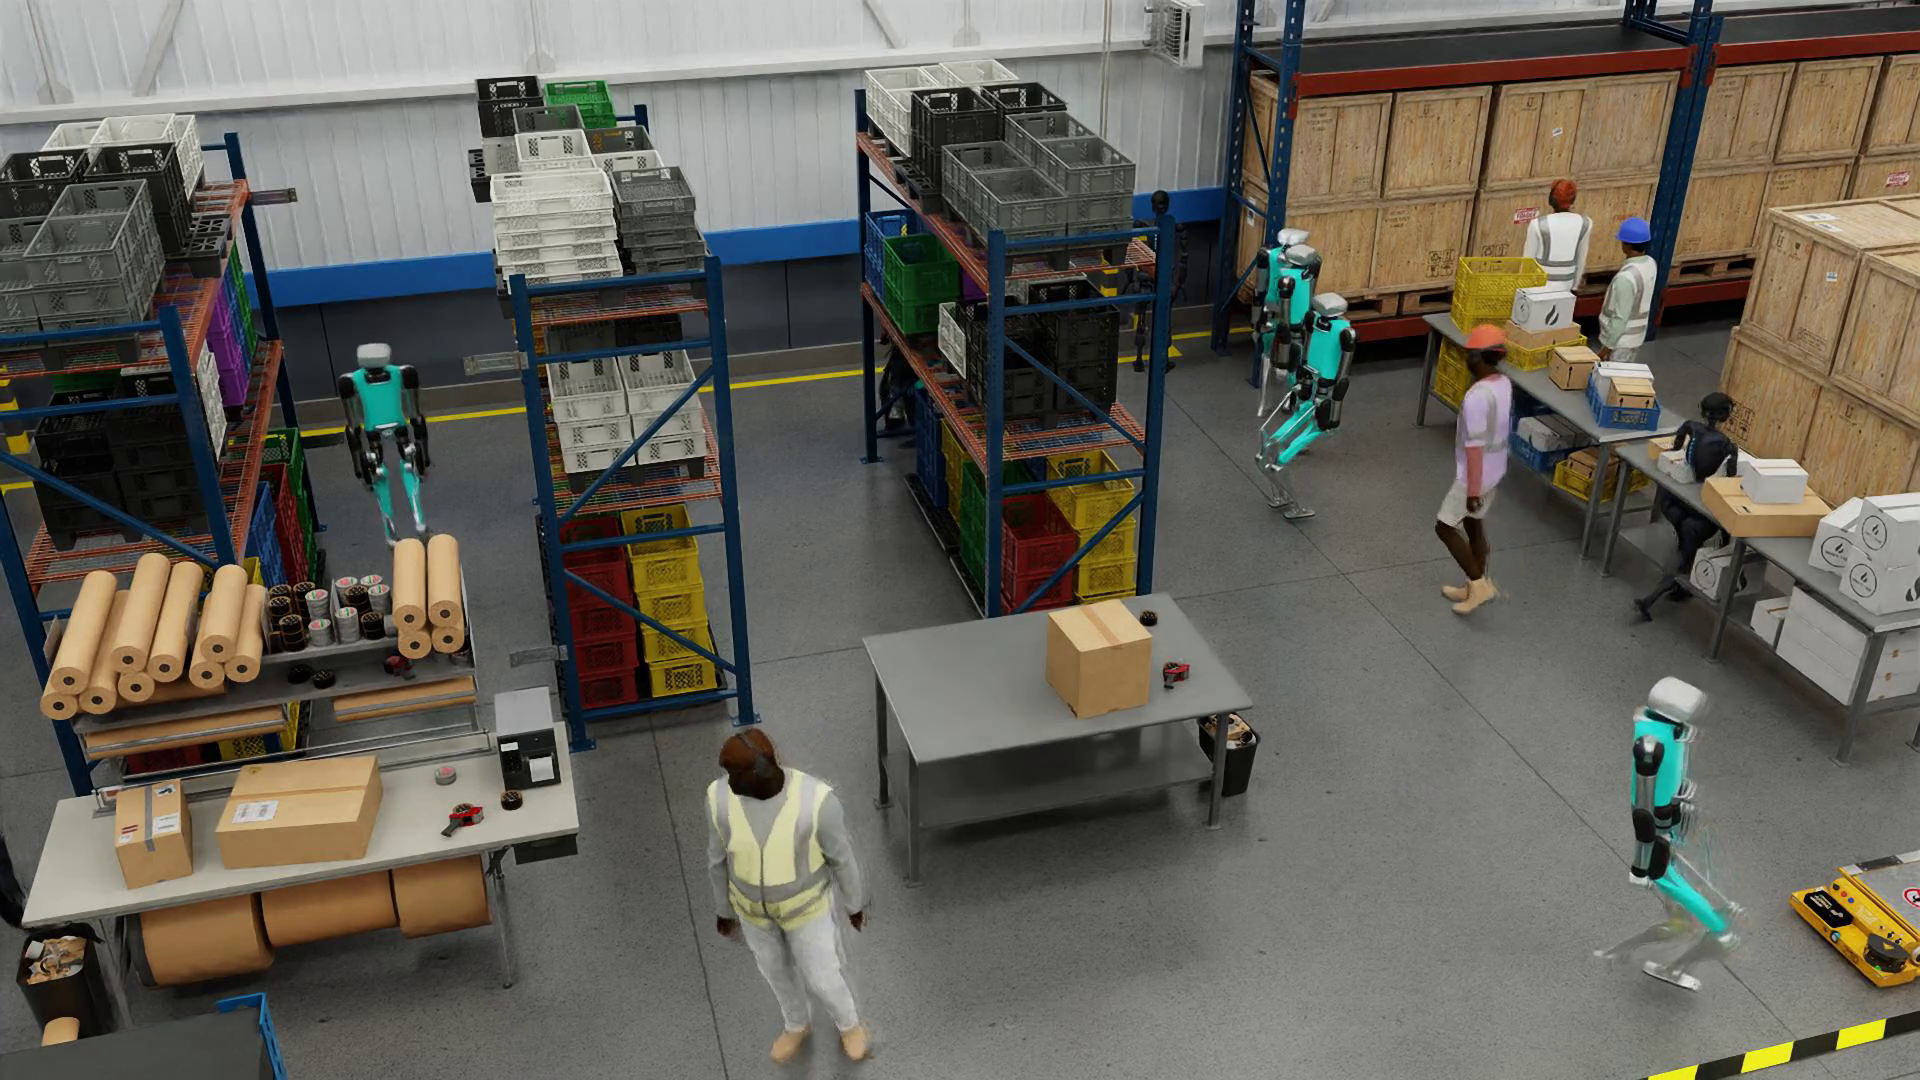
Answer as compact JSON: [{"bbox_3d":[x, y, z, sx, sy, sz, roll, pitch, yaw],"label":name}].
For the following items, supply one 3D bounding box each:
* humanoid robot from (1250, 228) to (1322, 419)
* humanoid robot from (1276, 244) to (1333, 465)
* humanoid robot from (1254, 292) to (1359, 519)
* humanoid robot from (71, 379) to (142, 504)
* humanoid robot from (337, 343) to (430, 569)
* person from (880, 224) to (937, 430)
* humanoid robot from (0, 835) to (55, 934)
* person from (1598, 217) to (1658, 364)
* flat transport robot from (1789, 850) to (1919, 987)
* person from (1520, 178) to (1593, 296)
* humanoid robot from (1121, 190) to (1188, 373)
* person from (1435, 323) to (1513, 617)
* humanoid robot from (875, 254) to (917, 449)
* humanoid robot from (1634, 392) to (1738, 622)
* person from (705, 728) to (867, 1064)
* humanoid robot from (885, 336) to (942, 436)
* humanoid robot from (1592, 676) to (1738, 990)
[{"bbox_3d":[2.762,-1.854,13.995,0.561,1.744,0.845,12,31,21],"label":"humanoid robot"},{"bbox_3d":[2.815,-1.439,13.277,0.674,1.810,0.542,15,32,25],"label":"humanoid robot"},{"bbox_3d":[2.482,-0.964,12.286,0.734,1.691,0.531,-13,32,-23],"label":"humanoid robot"},{"bbox_3d":[-6.349,-0.914,12.354,0.427,1.636,0.605,-1,29,-1],"label":"humanoid robot"},{"bbox_3d":[-3.844,-0.400,11.399,0.547,1.780,0.953,-12,31,-21],"label":"humanoid robot"},{"bbox_3d":[-0.390,-1.733,13.690,0.589,1.833,0.404,7,29,12],"label":"person"},{"bbox_3d":[-4.785,1.540,7.959,0.589,1.630,0.790,0,29,0],"label":"humanoid robot"},{"bbox_3d":[5.323,-1.648,13.421,0.399,1.944,0.603,21,35,33],"label":"person"},{"bbox_3d":[5.163,1.916,8.676,1.431,0.231,0.659,-8,30,-14],"label":"flat transport robot"},{"bbox_3d":[5.155,-2.224,14.541,0.581,1.875,0.353,-3,29,-5],"label":"person"},{"bbox_3d":[1.744,-2.321,14.907,0.599,1.657,0.315,7,29,12],"label":"humanoid robot"},{"bbox_3d":[3.478,-0.451,11.195,0.628,1.992,0.658,21,35,33],"label":"person"},{"bbox_3d":[-0.522,-1.532,13.498,0.452,1.642,0.612,-3,29,-5],"label":"humanoid robot"},{"bbox_3d":[4.886,-0.238,11.168,0.718,1.638,0.602,-11,31,-19],"label":"humanoid robot"},{"bbox_3d":[-0.803,1.657,7.566,0.723,1.802,0.429,6,29,11],"label":"person"},{"bbox_3d":[-0.323,-1.599,13.566,0.687,1.813,0.544,-15,32,-25],"label":"humanoid robot"},{"bbox_3d":[3.466,1.500,7.919,0.858,1.782,0.548,17,33,28],"label":"humanoid robot"}]
